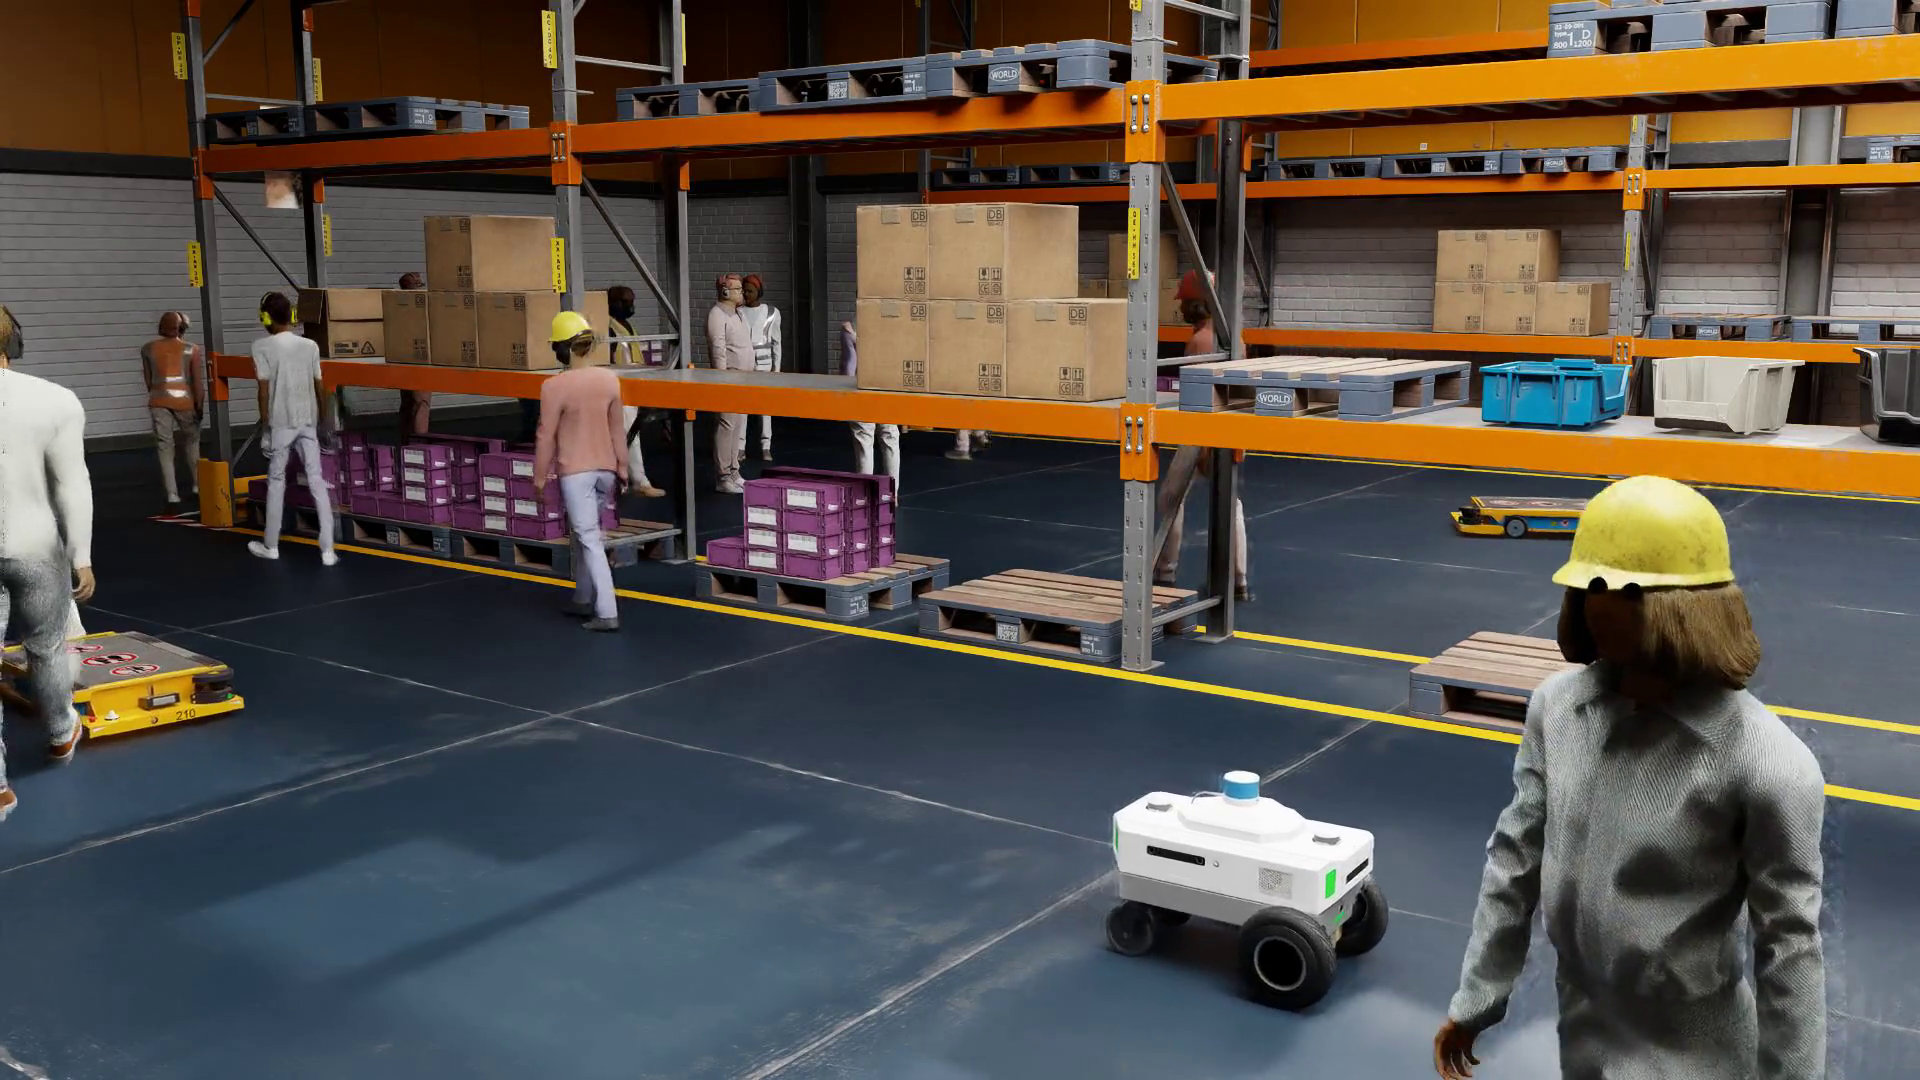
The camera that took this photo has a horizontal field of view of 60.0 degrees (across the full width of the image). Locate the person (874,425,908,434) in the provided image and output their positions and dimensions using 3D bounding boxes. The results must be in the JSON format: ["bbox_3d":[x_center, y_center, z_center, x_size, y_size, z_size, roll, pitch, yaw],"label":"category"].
[{"bbox_3d":[-0.874,-2.261,19.506,0.679,2.000,0.537,-4,10,-22],"label":"person"}]

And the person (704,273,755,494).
[{"bbox_3d":[-1.991,-1.365,14.555,0.408,1.913,0.641,1,10,8],"label":"person"}]

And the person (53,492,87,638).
[{"bbox_3d":[-4.606,-0.101,7.995,0.687,1.594,0.461,-4,10,-21],"label":"person"}]

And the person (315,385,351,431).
[{"bbox_3d":[-5.380,-1.184,14.390,0.636,1.611,0.520,-9,13,-44],"label":"person"}]

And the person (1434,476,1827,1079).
[{"bbox_3d":[0.944,0.764,2.467,0.782,1.715,0.493,-4,10,-20],"label":"person"}]

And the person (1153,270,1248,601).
[{"bbox_3d":[1.375,-0.619,9.937,0.840,1.962,0.637,6,11,32],"label":"person"}]

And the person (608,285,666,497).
[{"bbox_3d":[-2.927,-1.277,14.318,0.768,1.822,0.639,1,10,8],"label":"person"}]

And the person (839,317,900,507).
[{"bbox_3d":[-0.730,-1.168,13.589,0.621,1.845,0.429,-6,11,-34],"label":"person"}]

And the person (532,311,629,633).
[{"bbox_3d":[-2.121,-0.373,9.119,0.743,1.736,0.544,7,12,36],"label":"person"}]

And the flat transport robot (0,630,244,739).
[{"bbox_3d":[-3.910,0.624,7.581,1.431,0.197,0.652,9,13,42],"label":"flat transport robot"}]

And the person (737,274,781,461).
[{"bbox_3d":[-2.097,-1.734,16.829,0.572,1.886,0.355,0,10,-2],"label":"person"}]

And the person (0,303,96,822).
[{"bbox_3d":[-3.608,0.042,6.271,0.651,1.879,1.052,-4,10,-21],"label":"person"}]

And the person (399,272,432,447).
[{"bbox_3d":[-5.359,-1.680,16.432,0.408,1.913,0.643,-8,12,-39],"label":"person"}]

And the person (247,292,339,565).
[{"bbox_3d":[-4.497,-0.740,11.171,0.815,1.811,0.562,8,13,41],"label":"person"}]

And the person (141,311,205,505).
[{"bbox_3d":[-6.575,-1.116,13.989,0.506,1.589,0.852,-2,10,-10],"label":"person"}]

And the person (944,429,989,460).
[{"bbox_3d":[0.002,-1.799,16.945,0.432,1.982,0.618,7,12,34],"label":"person"}]

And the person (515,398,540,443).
[{"bbox_3d":[-4.864,-1.979,18.457,0.606,1.818,0.628,7,12,37],"label":"person"}]

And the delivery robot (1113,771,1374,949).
[{"bbox_3d":[0.800,0.908,4.770,0.707,0.478,0.477,6,11,33],"label":"delivery robot"}]

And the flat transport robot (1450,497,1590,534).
[{"bbox_3d":[4.417,-0.176,12.347,1.431,0.197,0.652,2,10,10],"label":"flat transport robot"}]
